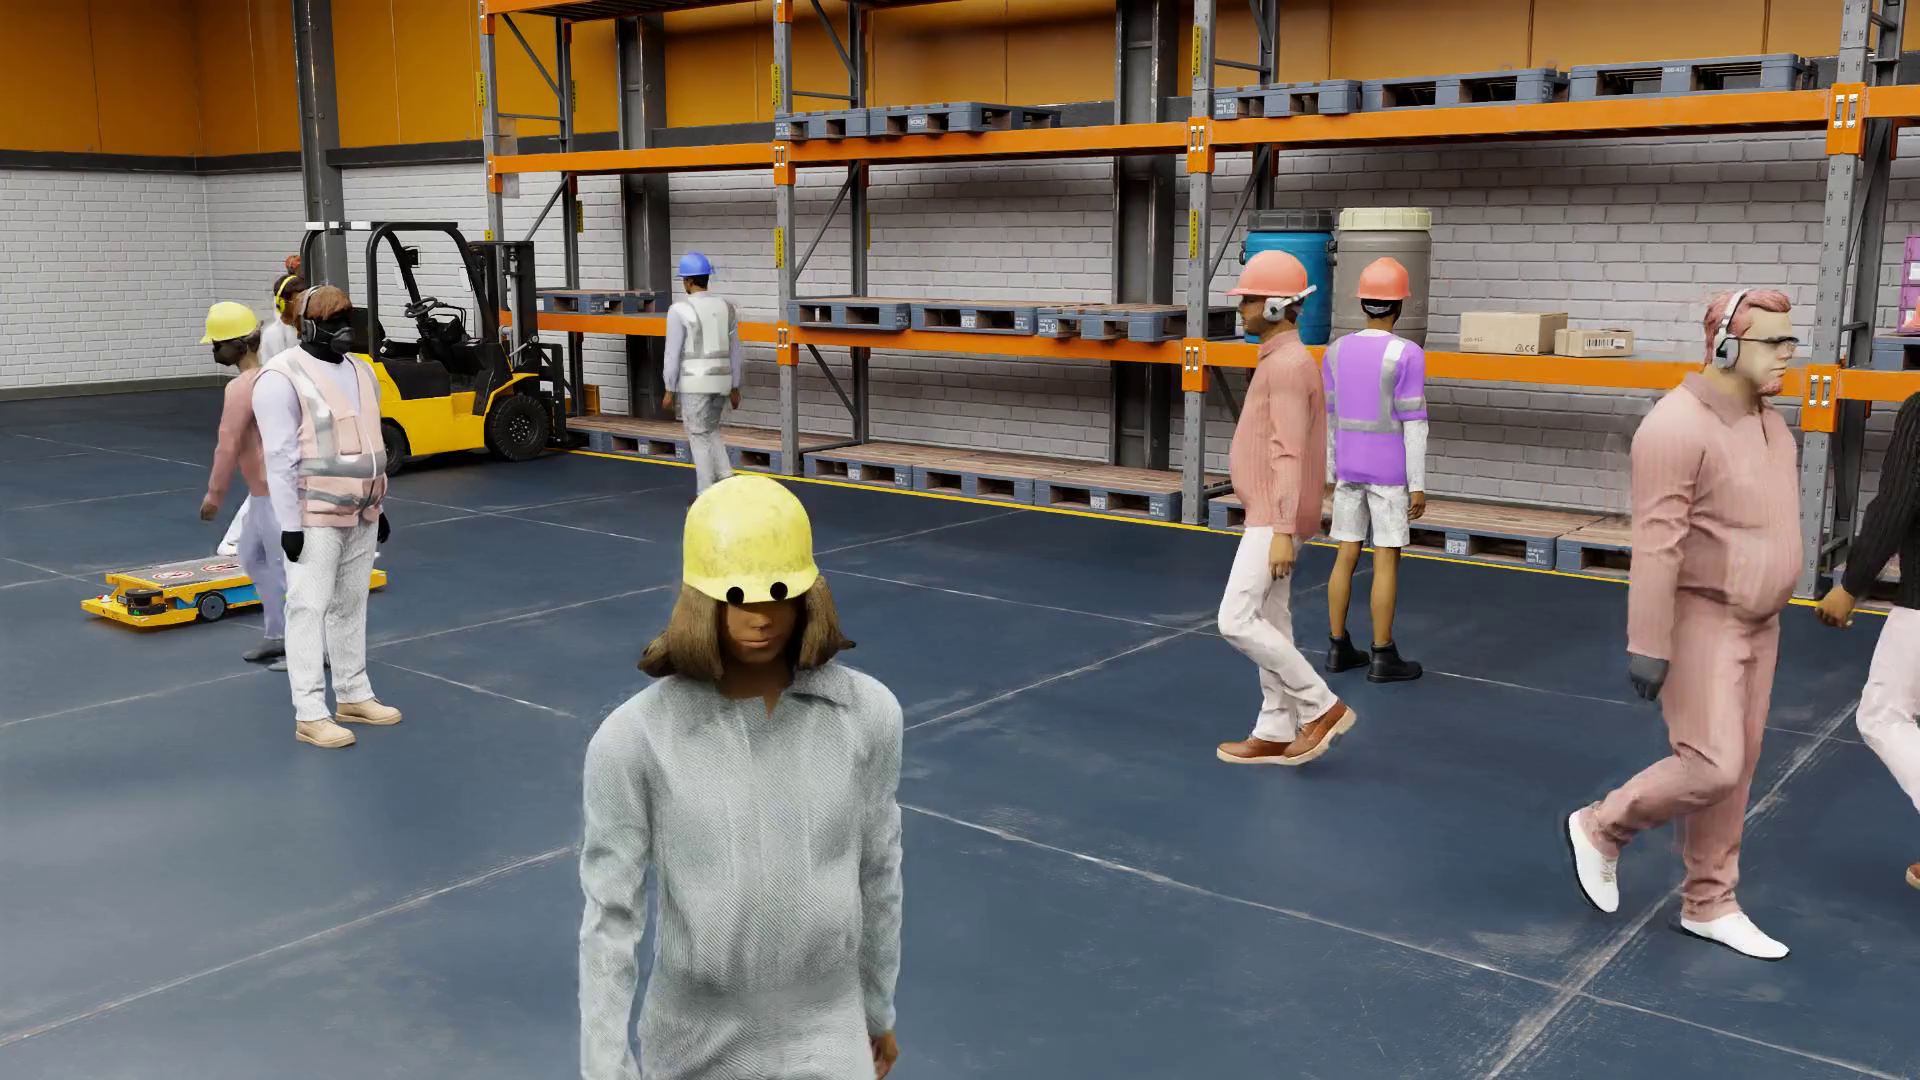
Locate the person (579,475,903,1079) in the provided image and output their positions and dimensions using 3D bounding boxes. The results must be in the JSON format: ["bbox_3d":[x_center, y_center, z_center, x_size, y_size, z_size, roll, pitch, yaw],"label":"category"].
[{"bbox_3d":[-0.311,0.740,2.490,0.505,1.689,0.918,-3,11,-17],"label":"person"}]

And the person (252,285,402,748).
[{"bbox_3d":[-2.541,-0.105,6.762,0.430,1.845,0.624,3,11,18],"label":"person"}]

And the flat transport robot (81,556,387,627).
[{"bbox_3d":[-4.015,0.231,9.258,0.652,0.197,1.431,8,13,38],"label":"flat transport robot"}]

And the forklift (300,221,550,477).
[{"bbox_3d":[-4.922,-1.741,14.854,1.214,2.155,2.313,8,13,38],"label":"forklift"}]

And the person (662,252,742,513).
[{"bbox_3d":[-1.895,-1.129,12.177,0.431,1.932,0.605,8,13,37],"label":"person"}]

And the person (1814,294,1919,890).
[{"bbox_3d":[2.943,0.174,4.857,0.638,1.967,0.533,-4,11,-21],"label":"person"}]

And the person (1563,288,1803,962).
[{"bbox_3d":[2.107,0.237,4.718,0.665,1.891,0.538,-8,13,-38],"label":"person"}]

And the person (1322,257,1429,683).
[{"bbox_3d":[1.914,-0.316,7.649,0.340,1.941,0.551,-8,13,-38],"label":"person"}]

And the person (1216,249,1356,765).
[{"bbox_3d":[1.194,-0.092,6.283,0.466,1.983,0.637,2,10,9],"label":"person"}]

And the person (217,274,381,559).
[{"bbox_3d":[-4.196,-0.733,10.318,0.912,1.824,0.507,0,10,0],"label":"person"}]

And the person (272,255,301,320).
[{"bbox_3d":[-6.463,-1.841,16.302,0.351,1.878,0.569,3,11,17],"label":"person"}]

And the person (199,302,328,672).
[{"bbox_3d":[-3.249,-0.226,7.711,0.557,1.739,0.531,-2,10,-9],"label":"person"}]
